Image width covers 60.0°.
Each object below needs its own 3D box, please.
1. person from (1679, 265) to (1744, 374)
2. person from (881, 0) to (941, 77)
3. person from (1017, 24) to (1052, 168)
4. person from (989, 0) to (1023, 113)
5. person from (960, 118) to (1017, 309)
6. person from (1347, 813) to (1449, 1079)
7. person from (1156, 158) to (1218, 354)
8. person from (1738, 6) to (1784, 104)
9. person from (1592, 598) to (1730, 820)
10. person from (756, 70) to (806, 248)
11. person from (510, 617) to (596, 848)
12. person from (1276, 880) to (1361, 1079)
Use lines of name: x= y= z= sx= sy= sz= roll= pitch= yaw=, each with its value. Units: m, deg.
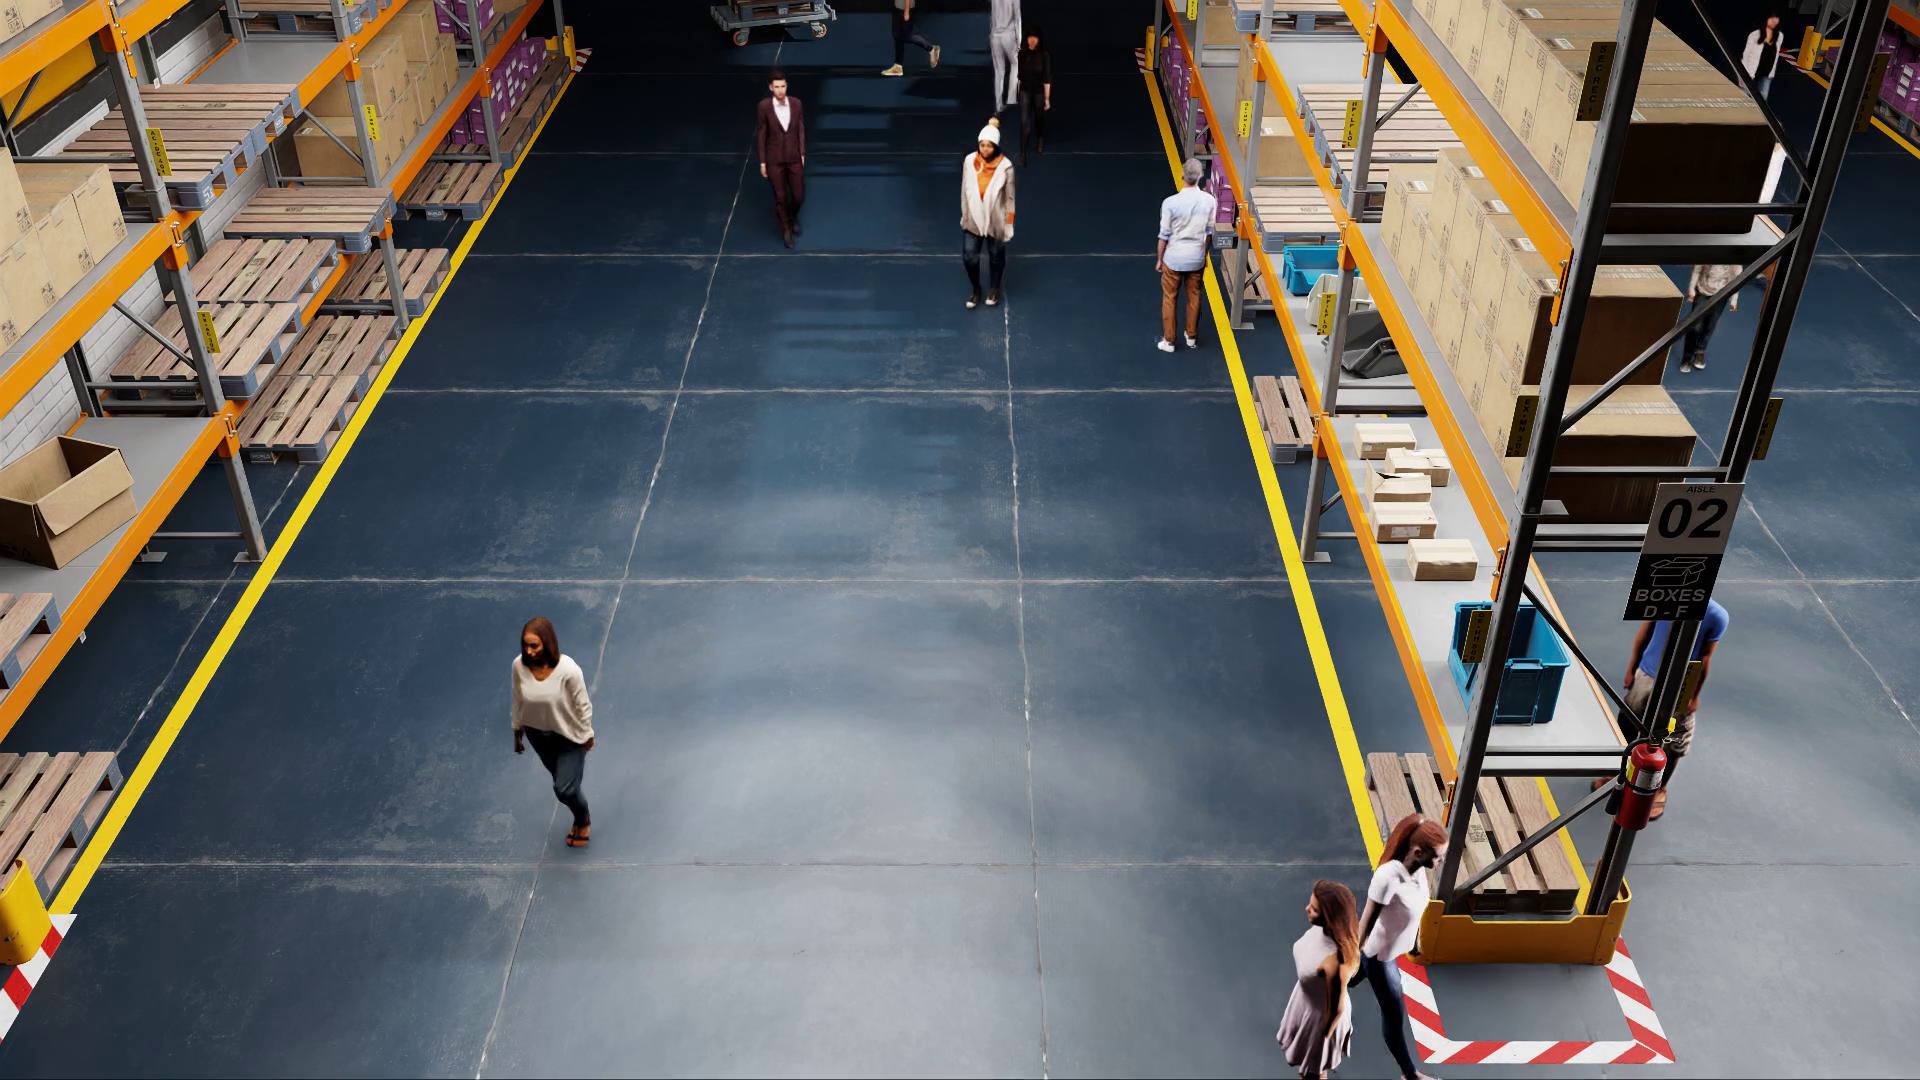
person: x=6.839 y=-2.259 z=15.137 sx=0.629 sy=1.449 sz=0.682 roll=7 pitch=34 yaw=10
person: x=-0.656 y=-7.065 z=21.977 sx=0.947 sy=1.880 sz=1.082 roll=-10 pitch=35 yaw=-15
person: x=0.877 y=-5.236 z=19.480 sx=0.703 sy=1.599 sz=1.138 roll=6 pitch=34 yaw=8
person: x=0.511 y=-6.227 z=20.825 sx=0.755 sy=1.759 sz=0.805 roll=16 pitch=37 yaw=22
person: x=0.295 y=-3.196 z=16.158 sx=0.785 sy=1.878 sz=0.754 roll=8 pitch=34 yaw=11
person: x=2.053 y=2.034 z=8.464 sx=1.099 sy=1.685 sz=1.157 roll=22 pitch=40 yaw=30
person: x=2.074 y=-2.626 z=15.324 sx=0.747 sy=1.852 sz=0.737 roll=-6 pitch=34 yaw=-9
person: x=9.572 y=-5.631 z=20.054 sx=0.621 sy=1.620 sz=0.694 roll=1 pitch=34 yaw=1
person: x=4.295 y=0.836 z=10.108 sx=0.724 sy=1.861 sz=0.772 roll=26 pitch=42 yaw=34
person: x=-1.871 y=-4.012 z=17.410 sx=0.797 sy=1.852 sz=0.853 roll=-10 pitch=35 yaw=-15
person: x=-2.349 y=1.104 z=9.877 sx=0.706 sy=1.669 sz=0.702 roll=11 pitch=35 yaw=16
person: x=1.719 y=2.304 z=7.982 sx=0.609 sy=1.768 sz=0.506 roll=1 pitch=34 yaw=1
